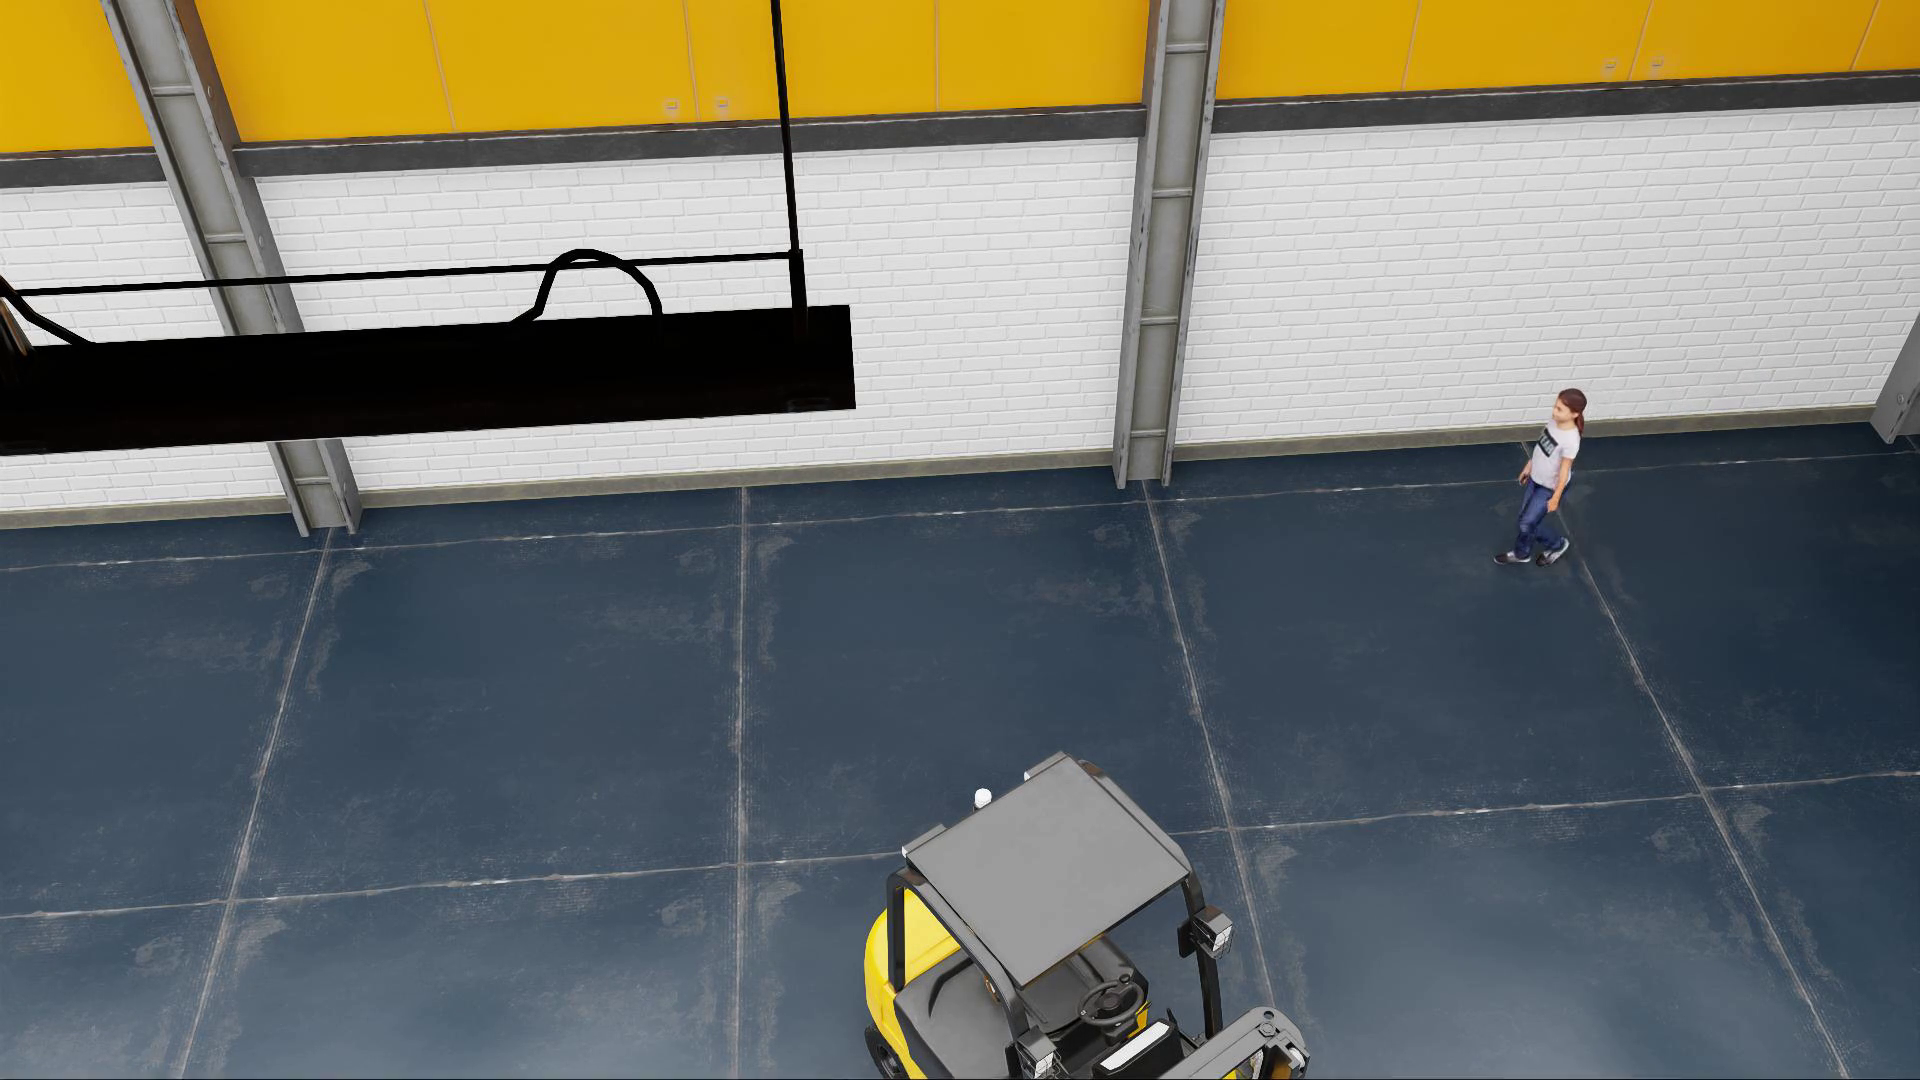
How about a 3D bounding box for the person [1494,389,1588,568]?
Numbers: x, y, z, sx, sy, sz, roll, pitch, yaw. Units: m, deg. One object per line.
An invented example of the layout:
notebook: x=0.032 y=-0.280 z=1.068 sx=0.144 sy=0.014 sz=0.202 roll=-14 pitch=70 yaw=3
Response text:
person: x=4.075 y=-0.411 z=11.373 sx=0.679 sy=1.548 sz=0.524 roll=-4 pitch=44 yaw=-5
